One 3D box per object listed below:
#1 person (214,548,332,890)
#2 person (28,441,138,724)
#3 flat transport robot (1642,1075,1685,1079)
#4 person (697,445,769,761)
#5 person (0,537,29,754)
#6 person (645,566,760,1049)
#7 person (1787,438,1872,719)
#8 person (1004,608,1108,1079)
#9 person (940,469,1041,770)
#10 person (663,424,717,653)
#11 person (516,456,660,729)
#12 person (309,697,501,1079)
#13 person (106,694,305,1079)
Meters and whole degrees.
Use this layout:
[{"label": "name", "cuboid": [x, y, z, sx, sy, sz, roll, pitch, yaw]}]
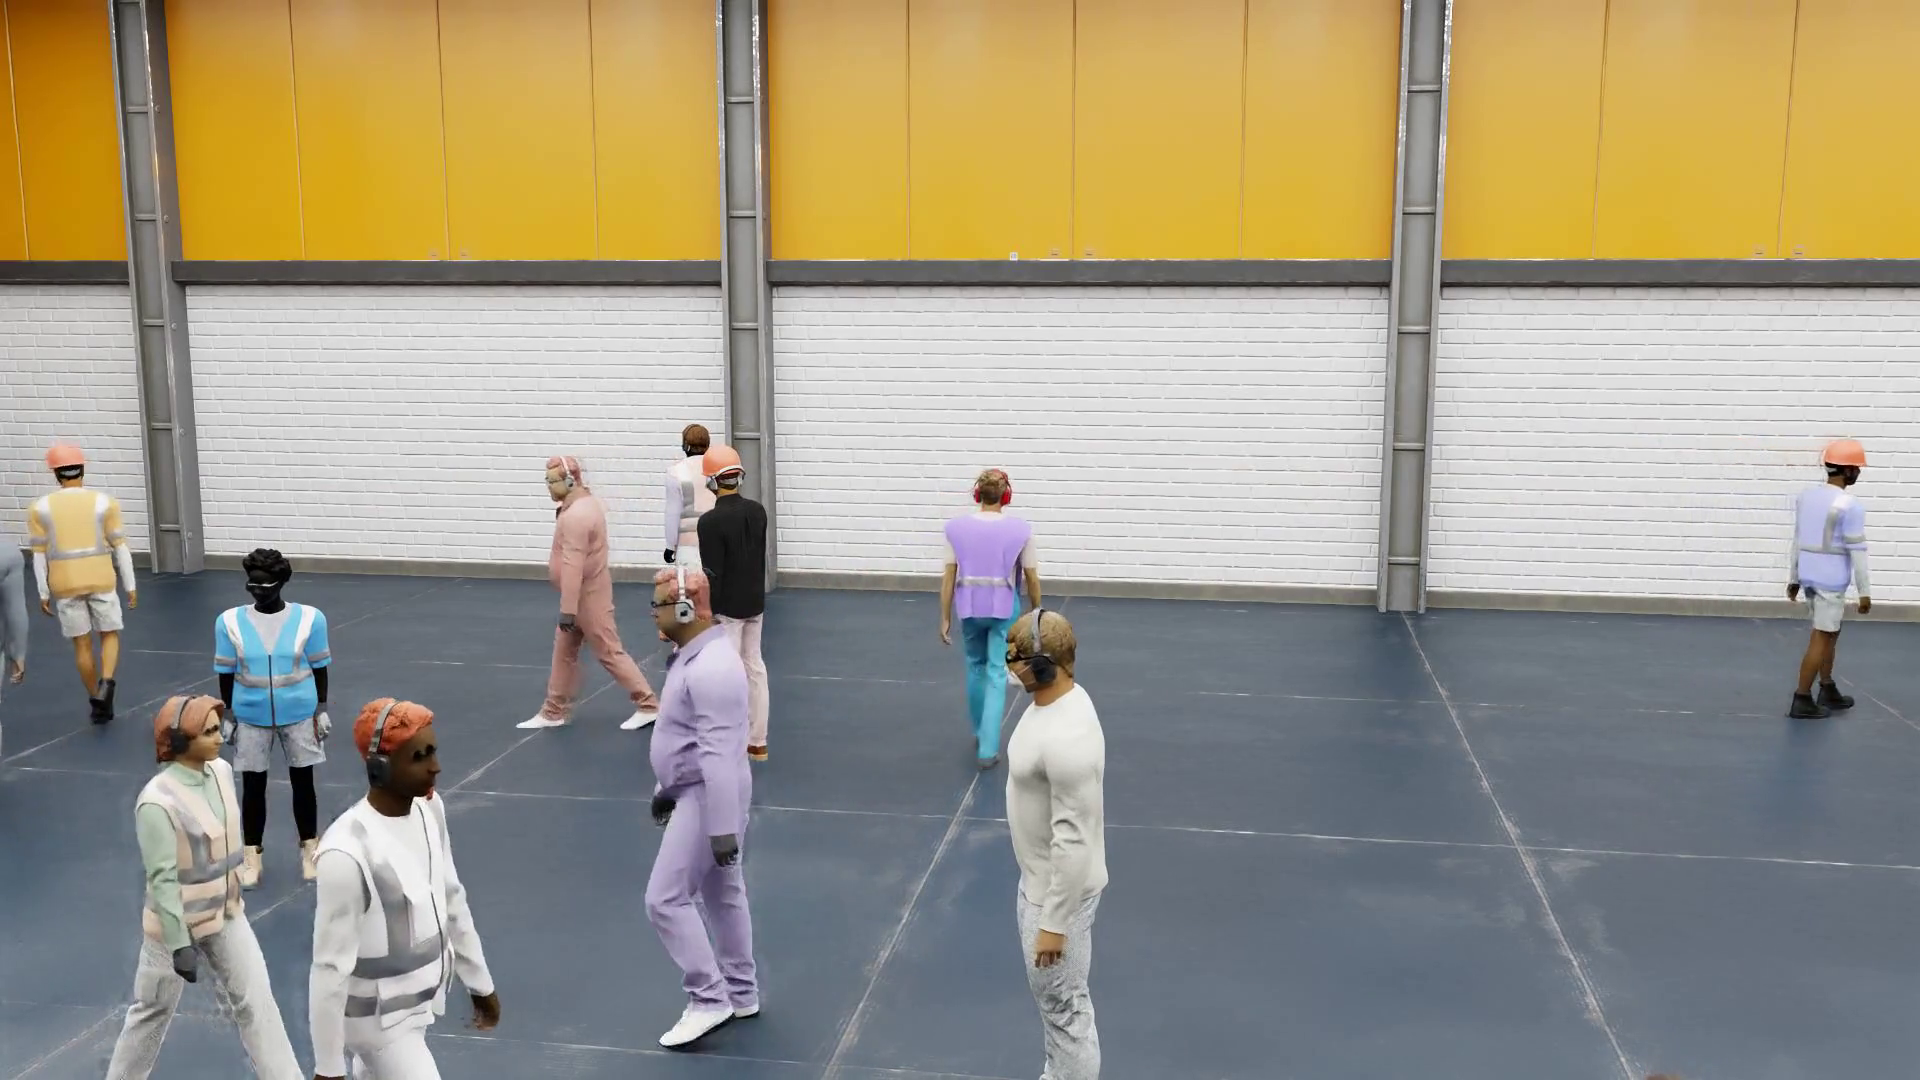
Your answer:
[{"label": "person", "cuboid": [-3.371, 0.868, 8.202, 0.536, 1.694, 0.322, -3, 10, -18]}, {"label": "person", "cuboid": [-5.823, 0.298, 11.068, 0.582, 1.914, 0.591, -5, 10, -28]}, {"label": "flat transport robot", "cuboid": [2.326, 2.080, 5.109, 0.652, 0.197, 1.431, 6, 11, 31]}, {"label": "person", "cuboid": [-1.396, 0.415, 10.089, 0.392, 1.991, 0.613, 5, 10, 28]}, {"label": "person", "cuboid": [-5.511, 0.614, 9.217, 0.634, 1.893, 1.052, -7, 12, -37]}, {"label": "person", "cuboid": [-1.046, 1.039, 6.577, 0.551, 1.885, 0.659, -1, 9, -8]}, {"label": "person", "cuboid": [5.965, 0.265, 11.248, 0.728, 1.909, 0.565, -2, 9, -10]}, {"label": "person", "cuboid": [0.307, 1.177, 5.570, 0.370, 1.934, 0.627, 0, 9, -2]}, {"label": "person", "cuboid": [0.216, 0.458, 10.347, 0.601, 1.808, 0.875, 2, 9, 12]}, {"label": "person", "cuboid": [-2.054, 0.007, 13.066, 0.621, 1.845, 0.429, -7, 12, -37]}, {"label": "person", "cuboid": [-2.415, 0.369, 10.913, 0.969, 1.863, 0.651, -2, 9, -13]}, {"label": "person", "cuboid": [-1.500, 1.355, 4.750, 0.954, 1.835, 0.610, 1, 9, 6]}, {"label": "person", "cuboid": [-2.648, 1.315, 5.759, 0.855, 1.592, 0.533, 1, 9, 8]}]
